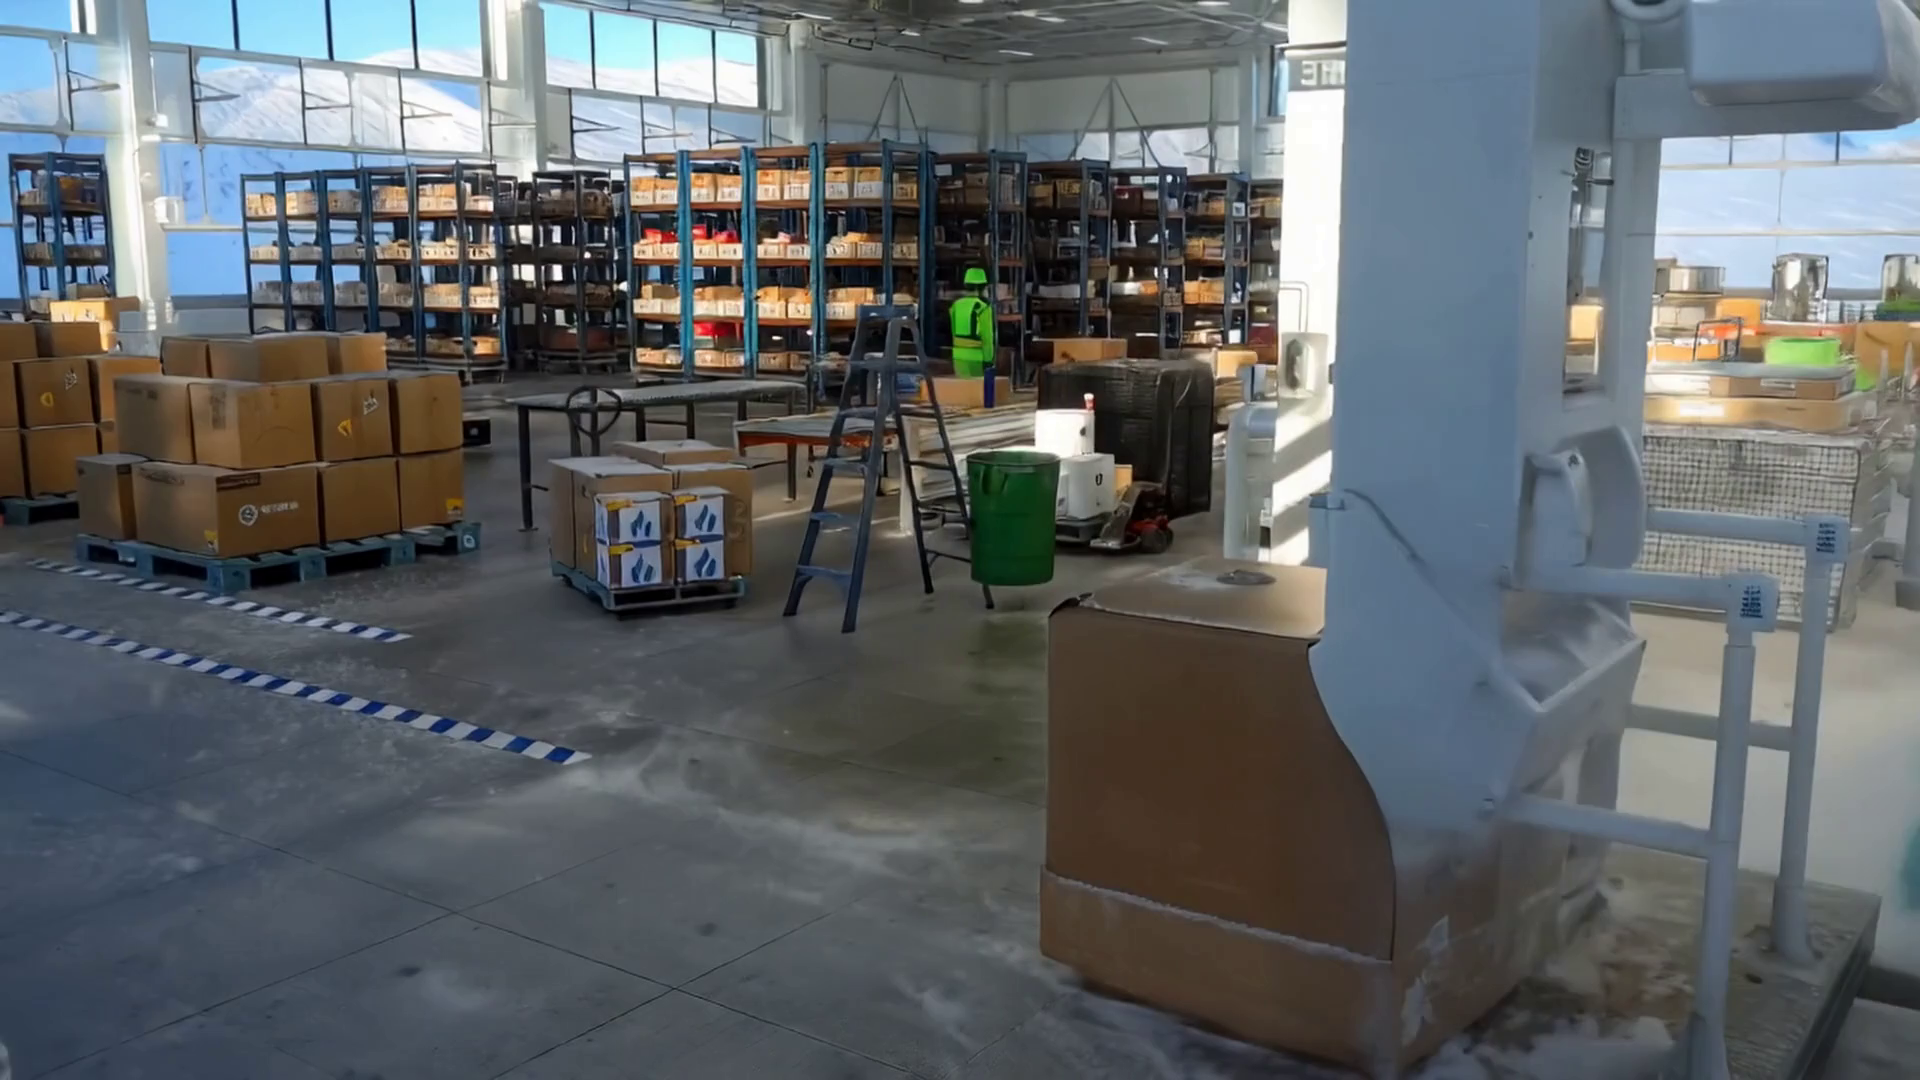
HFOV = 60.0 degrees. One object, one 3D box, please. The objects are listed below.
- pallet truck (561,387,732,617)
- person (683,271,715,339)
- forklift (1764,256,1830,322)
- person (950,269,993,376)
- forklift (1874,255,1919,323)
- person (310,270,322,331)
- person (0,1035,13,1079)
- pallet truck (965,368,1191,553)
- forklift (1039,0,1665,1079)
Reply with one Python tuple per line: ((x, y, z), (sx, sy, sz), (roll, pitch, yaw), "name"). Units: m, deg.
((-1.981, -0.274, 10.088), (0.680, 1.201, 1.601), (-5, 11, -28), "pallet truck")
((-4.620, -3.821, 29.411), (0.586, 1.835, 0.403), (-3, 10, -17), "person")
((20.253, -5.854, 40.139), (1.157, 1.987, 2.680), (7, 12, 35), "forklift")
((0.145, -2.021, 18.393), (0.425, 1.938, 0.603), (-9, 13, -42), "person")
((22.089, -5.634, 38.796), (1.157, 1.987, 2.680), (6, 11, 33), "forklift")
((-12.101, -4.193, 31.587), (0.567, 1.847, 0.389), (4, 10, 21), "person")
((-1.789, 0.653, 2.603), (0.960, 1.902, 0.548), (7, 12, 36), "person")
((0.845, -0.609, 11.869), (1.630, 1.274, 0.653), (7, 12, 35), "pallet truck")
((1.249, -0.137, 4.360), (1.873, 2.768, 1.129), (7, 12, 35), "forklift")
